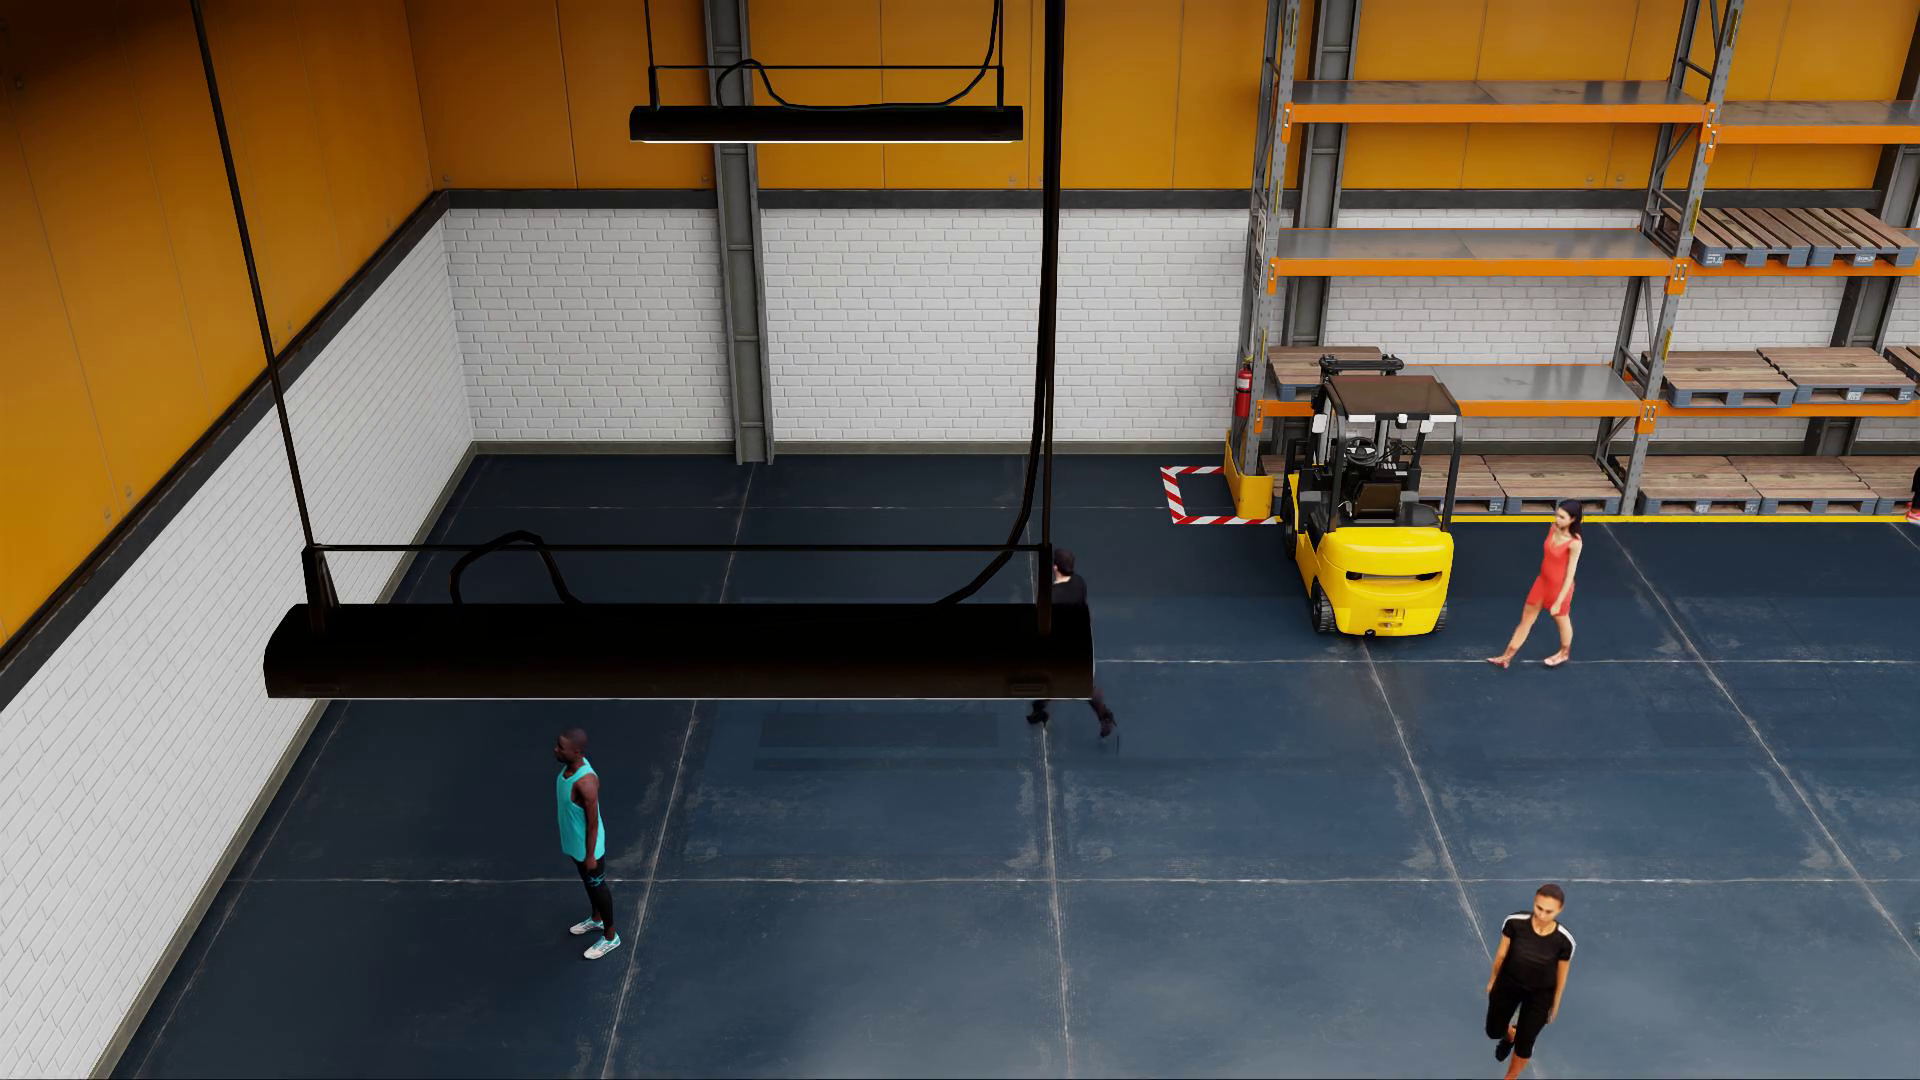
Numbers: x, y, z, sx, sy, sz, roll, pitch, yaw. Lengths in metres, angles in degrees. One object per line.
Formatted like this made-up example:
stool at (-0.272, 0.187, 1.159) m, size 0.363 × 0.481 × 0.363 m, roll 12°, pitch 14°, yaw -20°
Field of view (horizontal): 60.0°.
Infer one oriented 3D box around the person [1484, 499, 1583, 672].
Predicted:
person at (5.243, 0.422, 14.475) m, size 1.186 × 1.669 × 0.892 m, roll -10°, pitch 30°, yaw -18°

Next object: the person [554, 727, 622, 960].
person at (-2.554, 2.044, 11.353) m, size 0.685 × 1.811 × 0.692 m, roll -15°, pitch 32°, yaw -26°

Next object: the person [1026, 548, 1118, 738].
person at (0.907, 0.889, 13.553) m, size 1.178 × 1.732 × 1.101 m, roll 24°, pitch 37°, yaw 37°

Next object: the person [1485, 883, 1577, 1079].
person at (3.507, 2.732, 10.251) m, size 0.820 × 1.658 × 0.859 m, roll 18°, pitch 34°, yaw 30°
